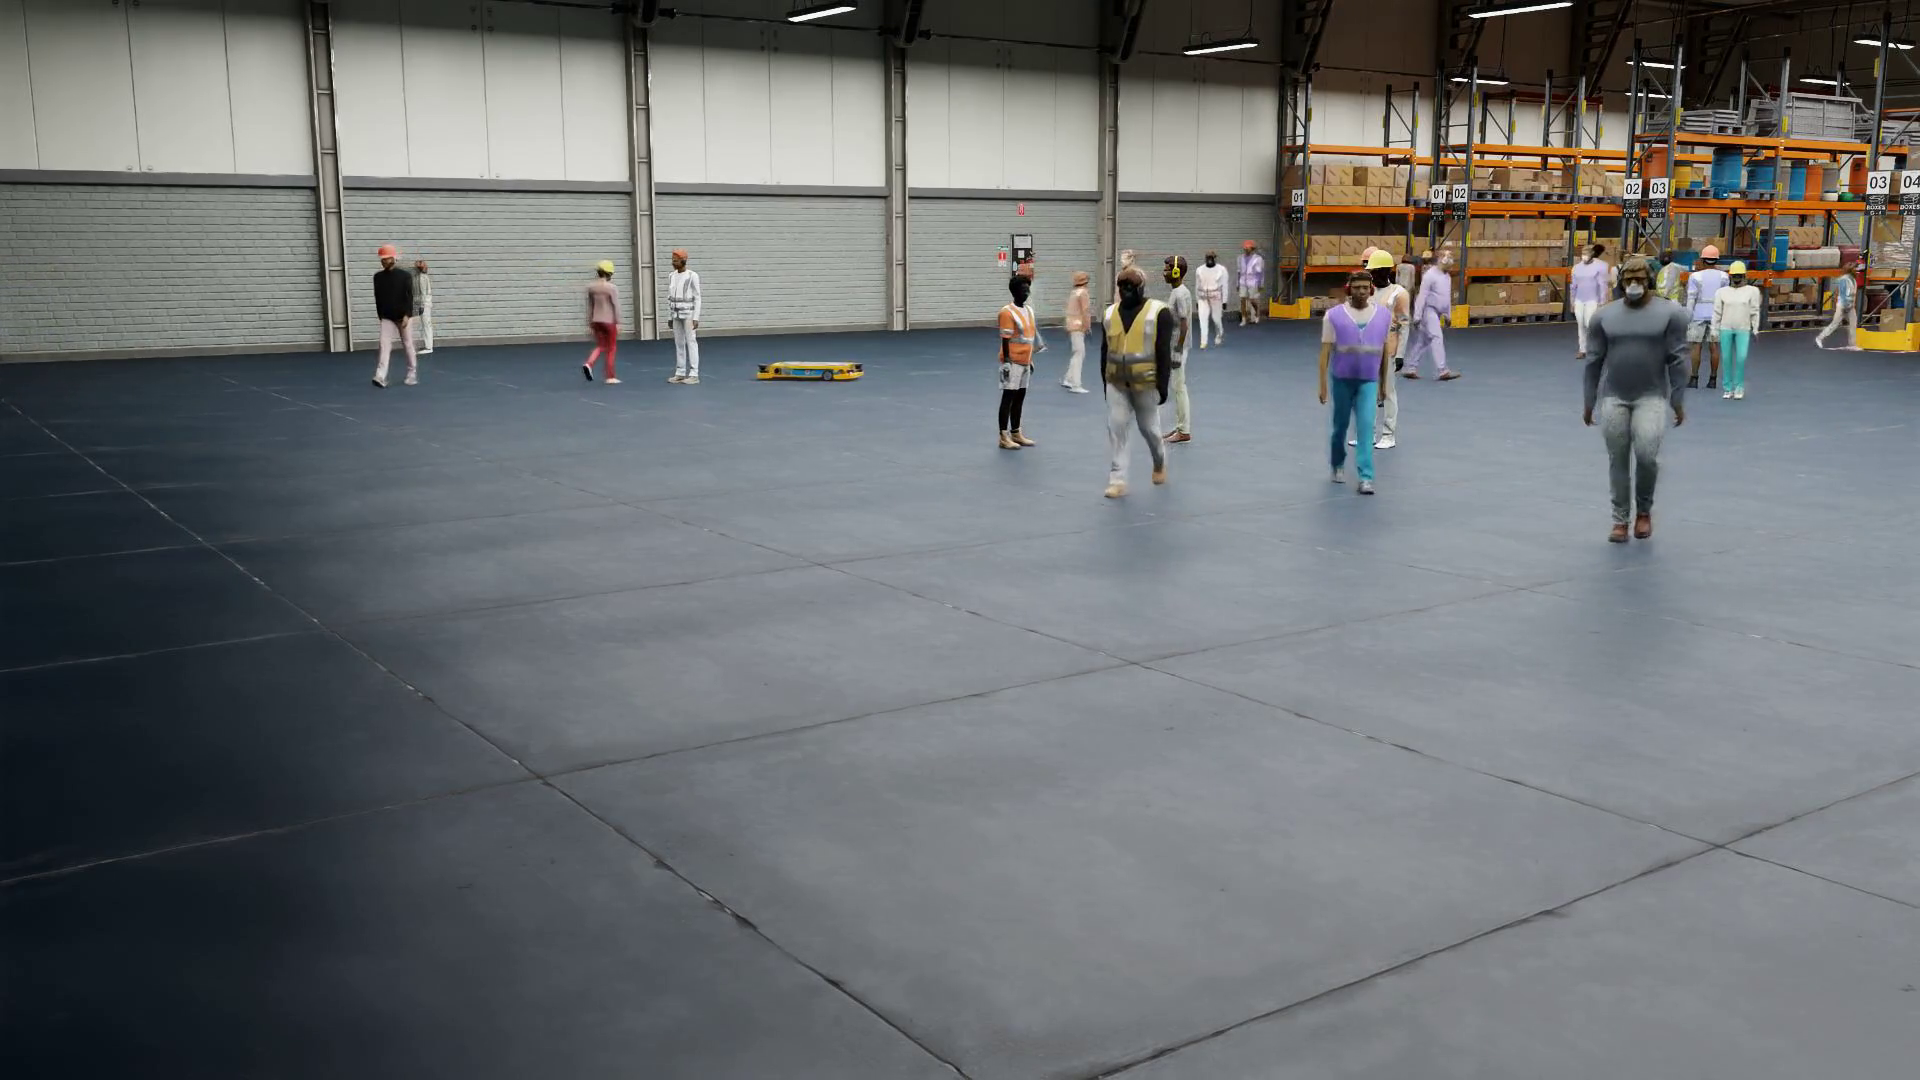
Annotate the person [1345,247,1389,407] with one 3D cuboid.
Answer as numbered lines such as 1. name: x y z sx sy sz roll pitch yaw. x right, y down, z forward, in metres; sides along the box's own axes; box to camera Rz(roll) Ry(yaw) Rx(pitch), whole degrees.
1. person: 4.944 -2.576 20.162 0.550 1.935 0.375 6 12 31

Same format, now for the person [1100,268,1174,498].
1. person: 1.419 -1.265 13.316 0.631 1.819 0.758 5 12 27

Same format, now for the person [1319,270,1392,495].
1. person: 3.216 -1.304 13.600 0.588 1.797 0.981 0 10 2

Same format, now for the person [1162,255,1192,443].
1. person: 2.172 -1.907 16.680 0.317 1.870 0.523 1 10 5

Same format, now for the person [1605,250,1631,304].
1. person: 12.834 -4.688 32.127 0.521 1.792 0.955 -3 11 -18

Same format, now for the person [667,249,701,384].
1. person: -3.880 -3.130 23.349 0.581 1.882 0.339 8 13 37

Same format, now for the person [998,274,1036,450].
1. person: 0.561 -1.739 16.226 0.320 1.698 0.538 6 12 31

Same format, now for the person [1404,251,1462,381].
1. person: 6.816 -3.203 23.835 0.976 1.856 0.670 7 13 35

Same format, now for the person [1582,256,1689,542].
1. person: 4.510 -0.932 11.180 0.662 1.925 0.433 7 12 34

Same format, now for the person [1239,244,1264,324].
1. person: 6.873 -6.007 39.093 0.471 1.890 0.679 -9 14 -41

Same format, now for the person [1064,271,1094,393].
1. person: 1.575 -2.764 22.107 0.380 1.614 0.565 -2 11 -11

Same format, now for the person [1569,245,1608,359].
1. person: 10.555 -4.002 28.018 0.440 1.922 0.655 -9 14 -41

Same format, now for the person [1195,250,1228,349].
1. person: 4.678 -4.472 30.906 0.634 1.813 0.804 4 11 21

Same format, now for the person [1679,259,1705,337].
1. person: 14.781 -4.851 33.542 0.723 1.603 0.507 -3 11 -15

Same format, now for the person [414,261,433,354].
1. person: -9.467 -4.104 29.354 0.310 1.642 0.514 -2 11 -13

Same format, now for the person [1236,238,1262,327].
1. person: 6.679 -5.921 38.287 0.614 2.025 0.649 7 12 32

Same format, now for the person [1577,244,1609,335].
1. person: 13.150 -5.185 34.519 0.639 1.920 0.804 -2 10 -9

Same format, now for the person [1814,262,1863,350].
1. person: 16.095 -4.270 30.349 0.519 1.608 0.762 -7 13 -34

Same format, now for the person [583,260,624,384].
1. person: -4.996 -3.031 23.216 0.527 1.739 0.494 6 12 29

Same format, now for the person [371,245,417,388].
1. person: -7.790 -3.069 22.869 0.611 1.939 1.009 1 10 6

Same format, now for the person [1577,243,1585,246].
1. person: 15.950 -6.703 42.935 0.355 1.885 0.575 -7 13 -34

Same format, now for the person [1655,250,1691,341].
1. person: 13.833 -4.731 32.352 0.915 1.801 0.620 -1 10 -4

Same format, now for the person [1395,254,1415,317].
1. person: 11.431 -6.536 42.733 0.494 1.624 0.279 4 11 23

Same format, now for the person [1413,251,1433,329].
1. person: 10.286 -5.510 36.777 0.523 1.751 0.526 -4 11 -22

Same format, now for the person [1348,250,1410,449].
1. person: 4.082 -1.851 16.215 0.373 1.925 0.595 -7 13 -34

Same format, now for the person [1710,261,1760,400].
1. person: 9.784 -2.644 21.033 0.559 1.740 0.695 6 12 30

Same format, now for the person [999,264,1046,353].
1. person: 1.136 -4.092 29.454 0.873 1.597 0.508 -2 11 -12

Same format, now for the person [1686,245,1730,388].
1. person: 10.144 -3.027 22.630 0.543 1.939 0.360 1 10 6

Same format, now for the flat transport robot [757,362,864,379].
1. flat transport robot: -2.158 -2.460 24.097 1.431 0.197 0.652 2 10 9

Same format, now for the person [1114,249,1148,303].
1. person: 2.582 -3.422 24.970 0.817 1.881 0.647 -6 12 -30

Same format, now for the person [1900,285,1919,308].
1. person: 19.216 -4.981 33.388 0.631 1.932 0.372 4 11 23
